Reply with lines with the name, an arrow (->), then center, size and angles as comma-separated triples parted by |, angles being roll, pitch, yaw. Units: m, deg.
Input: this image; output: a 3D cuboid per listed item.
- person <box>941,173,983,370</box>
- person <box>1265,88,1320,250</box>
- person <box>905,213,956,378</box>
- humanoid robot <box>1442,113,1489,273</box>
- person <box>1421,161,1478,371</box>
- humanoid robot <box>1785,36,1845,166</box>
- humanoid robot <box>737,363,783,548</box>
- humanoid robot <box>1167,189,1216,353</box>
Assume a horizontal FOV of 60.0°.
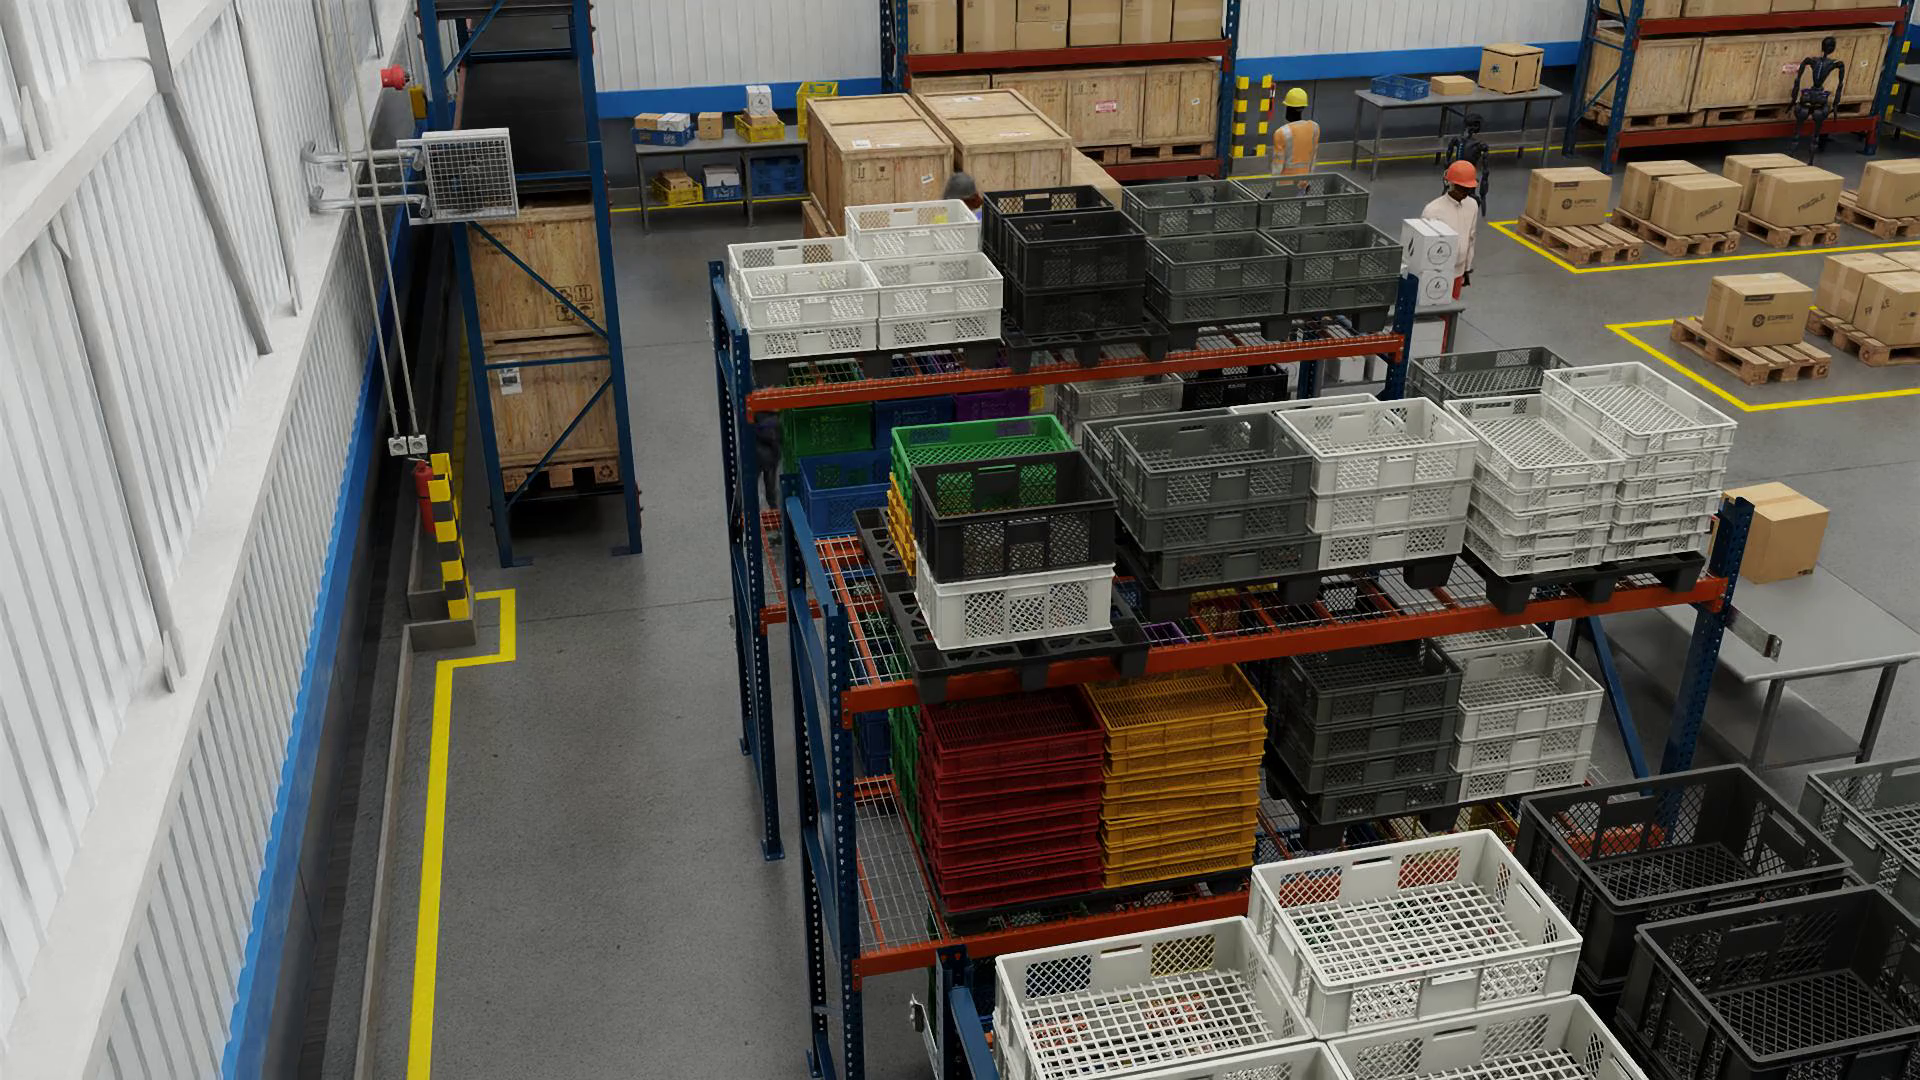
person -> 0.018, -2.188, 14.299 | 0.535, 2.000, 0.697 | -17, 32, -29
person -> 3.443, -3.739, 17.361 | 0.585, 1.928, 0.366 | -16, 32, -28
person -> -0.239, -1.976, 14.256 | 0.584, 1.701, 0.432 | 10, 29, 17
humanoid robot -> 5.277, -3.640, 17.428 | 0.327, 1.657, 0.585 | -19, 33, -32
person -> 4.291, -2.379, 14.722 | 0.615, 1.985, 0.401 | -14, 31, -24
humanoid robot -> 10.750, -5.493, 20.945 | 0.616, 1.656, 0.310 | 18, 33, 30
humanoid robot -> -1.458, -0.710, 11.903 | 0.516, 1.622, 0.653 | 10, 29, 18
humanoid robot -> 2.070, -2.339, 14.959 | 0.589, 1.657, 0.327 | -10, 29, -18
